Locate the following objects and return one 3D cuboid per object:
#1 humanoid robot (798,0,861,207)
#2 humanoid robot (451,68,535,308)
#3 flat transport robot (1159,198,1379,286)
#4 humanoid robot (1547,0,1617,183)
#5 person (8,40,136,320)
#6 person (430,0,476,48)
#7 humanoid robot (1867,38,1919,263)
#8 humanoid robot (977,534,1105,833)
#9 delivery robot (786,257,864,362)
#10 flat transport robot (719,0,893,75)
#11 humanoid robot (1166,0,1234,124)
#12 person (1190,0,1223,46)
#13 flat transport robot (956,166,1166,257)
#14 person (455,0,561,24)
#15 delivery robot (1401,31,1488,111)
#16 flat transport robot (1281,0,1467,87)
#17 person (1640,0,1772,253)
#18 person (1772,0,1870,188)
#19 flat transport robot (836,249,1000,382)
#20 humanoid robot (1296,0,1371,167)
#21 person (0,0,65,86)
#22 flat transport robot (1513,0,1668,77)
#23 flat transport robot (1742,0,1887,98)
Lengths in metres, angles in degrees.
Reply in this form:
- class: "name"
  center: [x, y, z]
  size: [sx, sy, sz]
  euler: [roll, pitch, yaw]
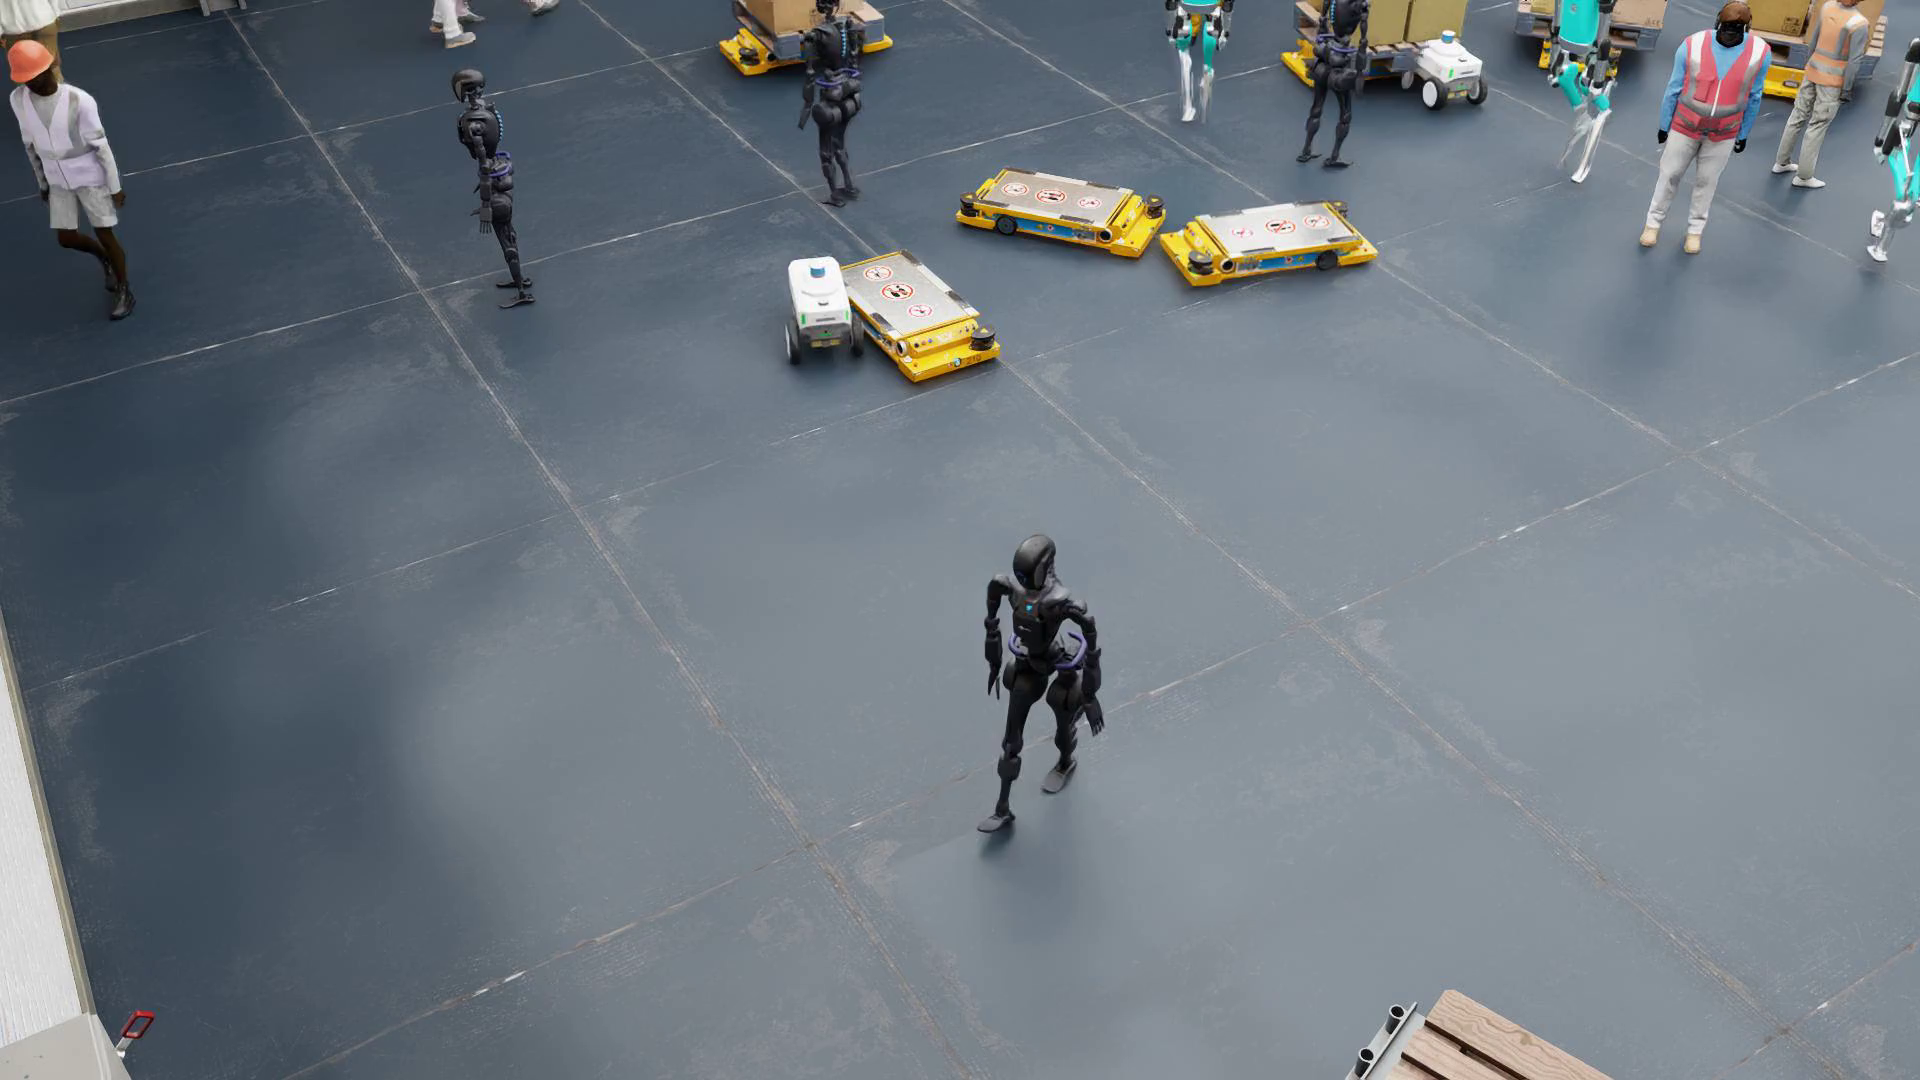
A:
- class: "humanoid robot"
  center: [-0.944, -3.270, 12.290]
  size: [0.320, 1.651, 0.589]
  euler: [26, 45, 29]
- class: "humanoid robot"
  center: [-3.129, -2.351, 11.113]
  size: [0.315, 1.657, 0.599]
  euler: [-7, 39, -9]
- class: "flat transport robot"
  center: [2.230, -2.151, 12.006]
  size: [1.431, 0.231, 0.659]
  euler: [-10, 39, -12]
- class: "humanoid robot"
  center: [4.790, -3.562, 12.658]
  size: [0.738, 1.845, 0.550]
  euler: [-21, 43, -24]
- class: "person"
  center: [-5.816, -2.381, 10.963]
  size: [0.568, 1.917, 0.451]
  euler: [0, 38, 0]
- class: "person"
  center: [-4.635, -5.262, 14.647]
  size: [0.445, 1.860, 0.613]
  euler: [-17, 41, -20]
- class: "humanoid robot"
  center: [6.646, -2.686, 11.491]
  size: [0.559, 1.731, 0.983]
  euler: [8, 39, 10]
- class: "humanoid robot"
  center: [0.365, 0.631, 7.383]
  size: [0.603, 1.628, 0.712]
  euler: [18, 42, 21]
- class: "delivery robot"
  center: [-0.925, -1.540, 11.017]
  size: [0.499, 0.610, 0.788]
  euler: [-7, 39, -9]
- class: "flat transport robot"
  center: [-1.390, -4.501, 14.972]
  size: [1.431, 0.231, 0.659]
  euler: [-17, 42, -21]
- class: "humanoid robot"
  center: [1.910, -4.119, 13.376]
  size: [0.530, 1.856, 0.785]
  euler: [5, 39, 6]
- class: "person"
  center: [2.255, -5.275, 14.769]
  size: [0.538, 1.718, 0.778]
  euler: [5, 39, 7]
- class: "flat transport robot"
  center: [0.754, -2.451, 12.384]
  size: [1.431, 0.231, 0.659]
  euler: [15, 41, 18]
- class: "person"
  center: [-4.291, -5.594, 15.130]
  size: [1.024, 1.780, 0.573]
  euler: [-15, 41, -18]
- class: "delivery robot"
  center: [4.106, -3.999, 14.115]
  size: [0.513, 0.604, 0.775]
  euler: [-12, 40, -15]
- class: "flat transport robot"
  center: [3.627, -4.254, 14.660]
  size: [1.431, 0.231, 0.659]
  euler: [-9, 39, -11]
- class: "person"
  center: [5.232, -2.895, 11.692]
  size: [0.629, 1.836, 0.431]
  euler: [12, 40, 15]
- class: "person"
  center: [6.549, -3.478, 12.572]
  size: [0.307, 1.644, 0.513]
  euler: [-9, 39, -11]
- class: "flat transport robot"
  center: [-0.373, -1.553, 11.252]
  size: [0.659, 0.231, 1.431]
  euler: [-20, 43, -23]
- class: "humanoid robot"
  center: [2.893, -3.683, 12.802]
  size: [0.368, 1.650, 0.601]
  euler: [-18, 42, -21]
- class: "person"
  center: [-7.426, -4.087, 13.252]
  size: [0.537, 1.746, 0.500]
  euler: [-23, 44, -27]
- class: "flat transport robot"
  center: [5.647, -4.568, 15.056]
  size: [0.659, 0.231, 1.431]
  euler: [13, 40, 15]
- class: "flat transport robot"
  center: [7.356, -4.222, 14.619]
  size: [0.659, 0.231, 1.431]
  euler: [17, 42, 21]
